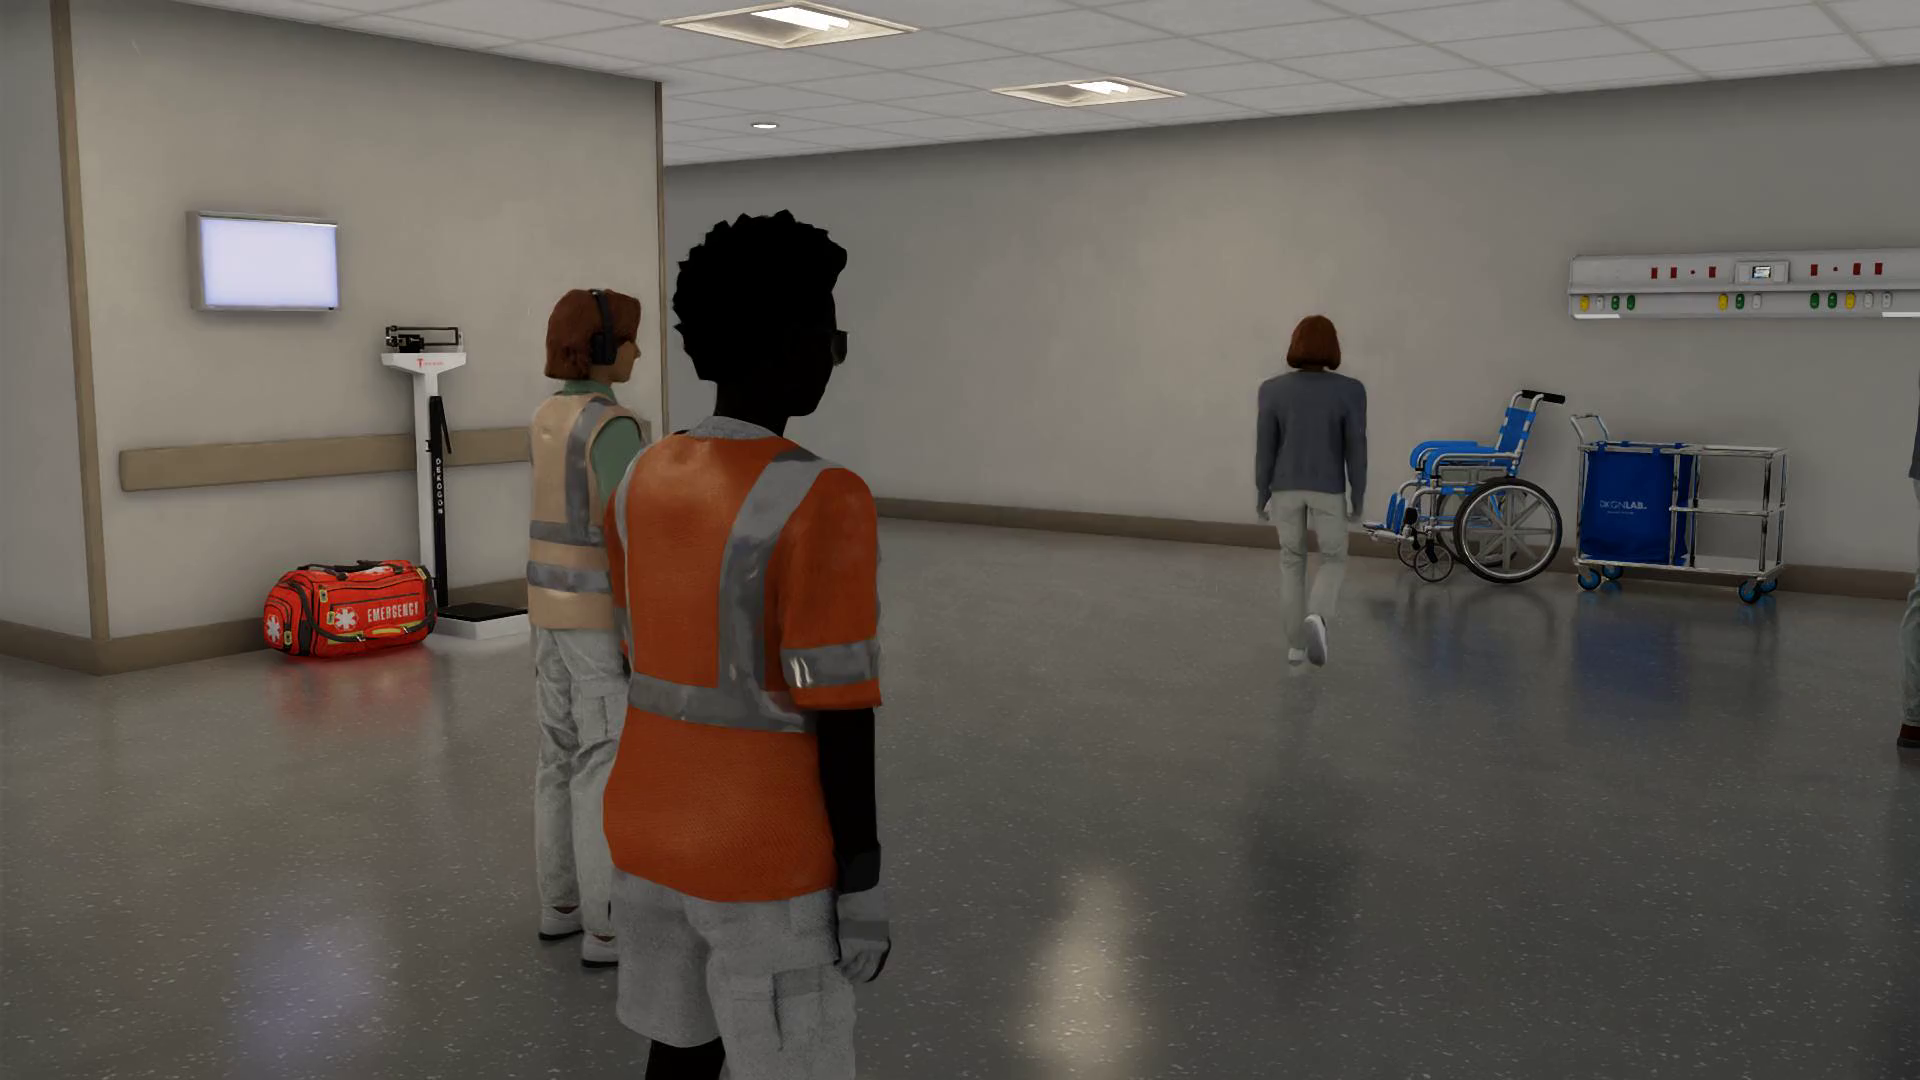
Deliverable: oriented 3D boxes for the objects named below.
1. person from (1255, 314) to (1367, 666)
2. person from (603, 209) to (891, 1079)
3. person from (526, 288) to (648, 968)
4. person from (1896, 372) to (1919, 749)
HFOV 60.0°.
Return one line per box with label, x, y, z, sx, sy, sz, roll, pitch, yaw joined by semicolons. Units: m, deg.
person;1.571;-0.207;7.514;0.504;1.620;0.550;3;8;21
person;-0.287;0.415;2.218;0.323;1.687;0.536;-6;10;-42
person;-0.897;0.210;4.072;0.311;1.636;0.521;-5;9;-36
person;3.585;-0.167;5.904;0.379;1.940;0.629;2;7;15
